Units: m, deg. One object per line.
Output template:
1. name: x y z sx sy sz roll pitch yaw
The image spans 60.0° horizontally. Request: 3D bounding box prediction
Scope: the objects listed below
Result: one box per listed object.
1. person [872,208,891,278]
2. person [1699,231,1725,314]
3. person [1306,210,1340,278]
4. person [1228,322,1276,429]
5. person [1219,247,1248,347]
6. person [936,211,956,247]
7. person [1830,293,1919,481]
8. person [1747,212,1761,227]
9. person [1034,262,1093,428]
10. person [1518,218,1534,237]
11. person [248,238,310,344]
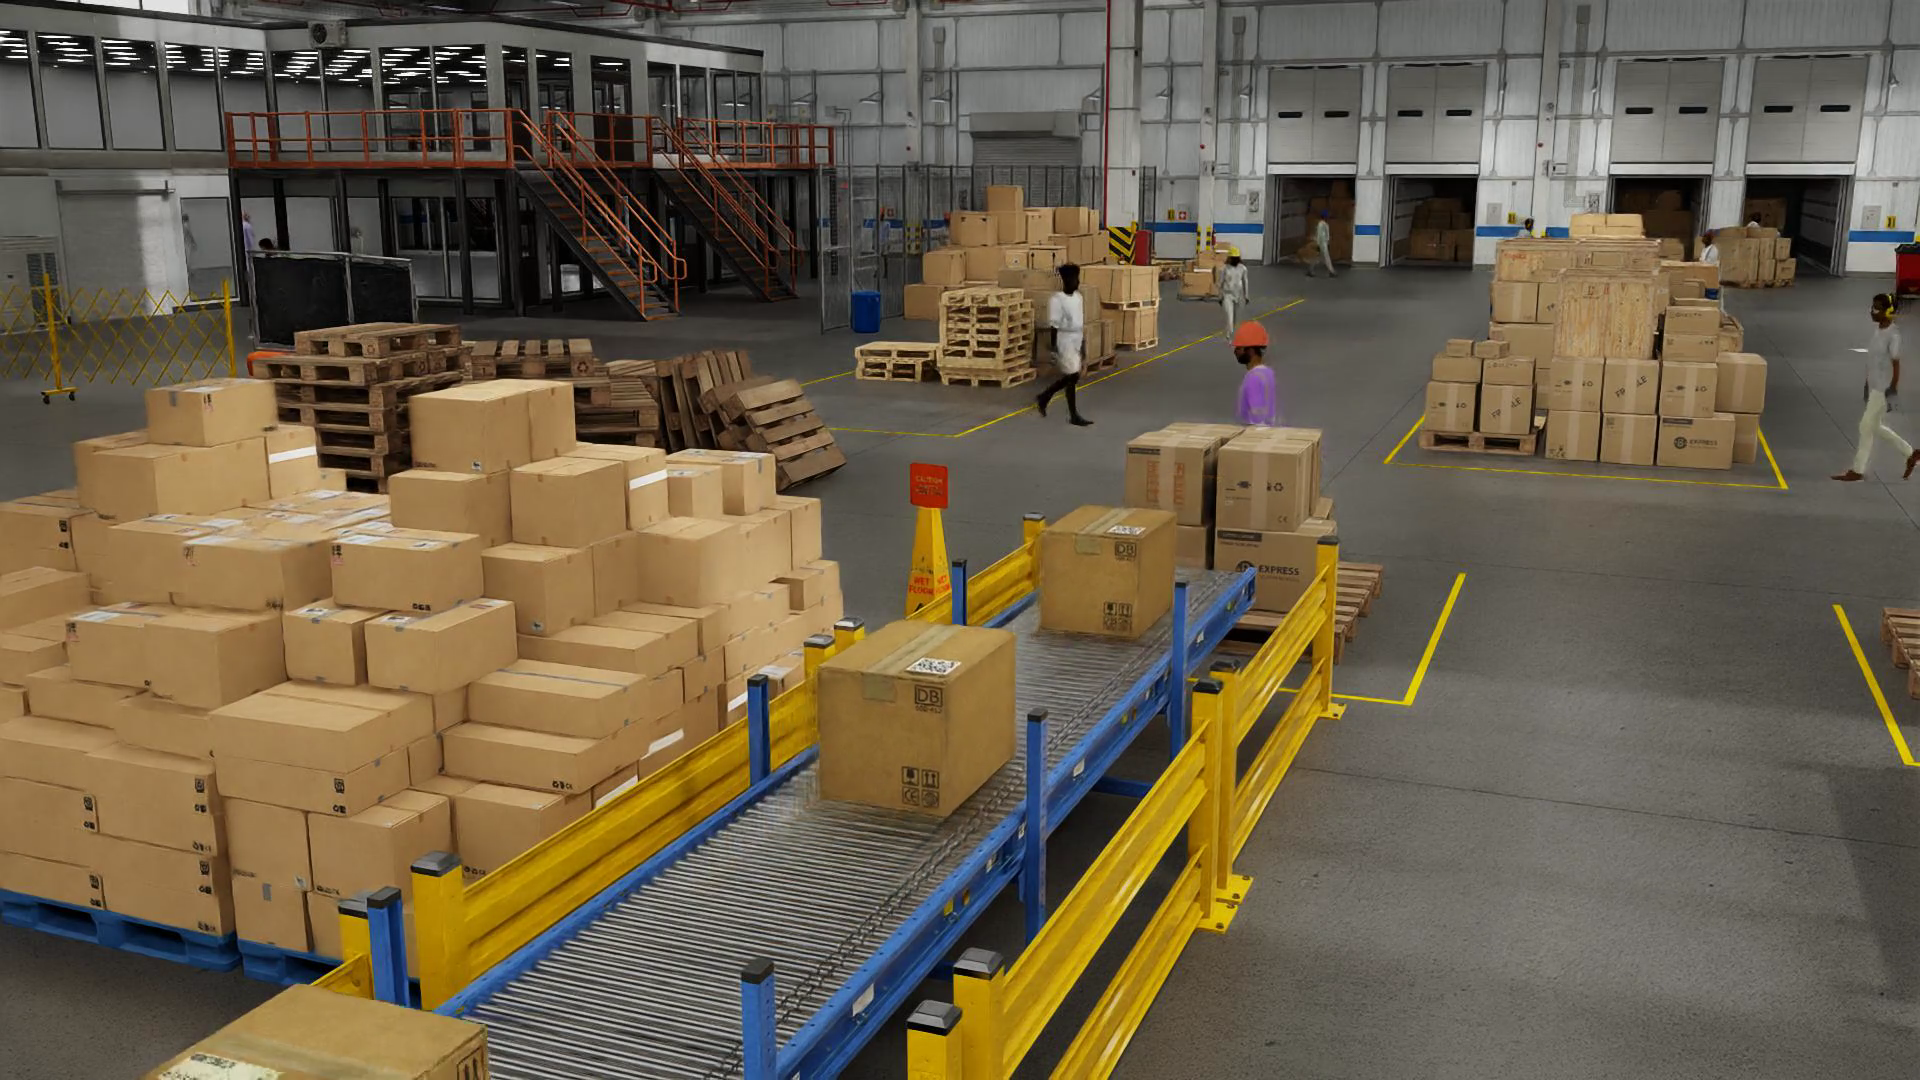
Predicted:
1. person: -2.217 -8.335 46.705 0.552 1.936 0.358 3 13 14
2. person: 14.674 -5.156 32.709 1.010 1.831 0.589 2 13 9
3. person: 10.192 -8.304 46.669 0.984 1.900 0.623 6 14 24
4. person: 2.258 -0.711 12.629 0.992 1.897 0.547 5 14 22
5. person: 4.678 -4.209 28.705 0.489 1.714 0.737 -3 13 -12
6. person: -0.298 -7.183 41.432 0.652 1.980 0.435 5 13 21
7. person: 8.983 -1.468 16.116 0.789 1.851 0.528 2 13 8
8. person: 21.808 -8.069 45.729 0.430 1.845 0.620 2 13 11
9. person: 1.229 -2.317 19.697 0.779 1.948 0.615 7 14 29
10. person: 14.131 -7.235 42.114 0.979 1.805 0.516 0 13 1
11. person: -11.929 -4.358 29.112 1.050 1.851 0.671 -4 13 -19
